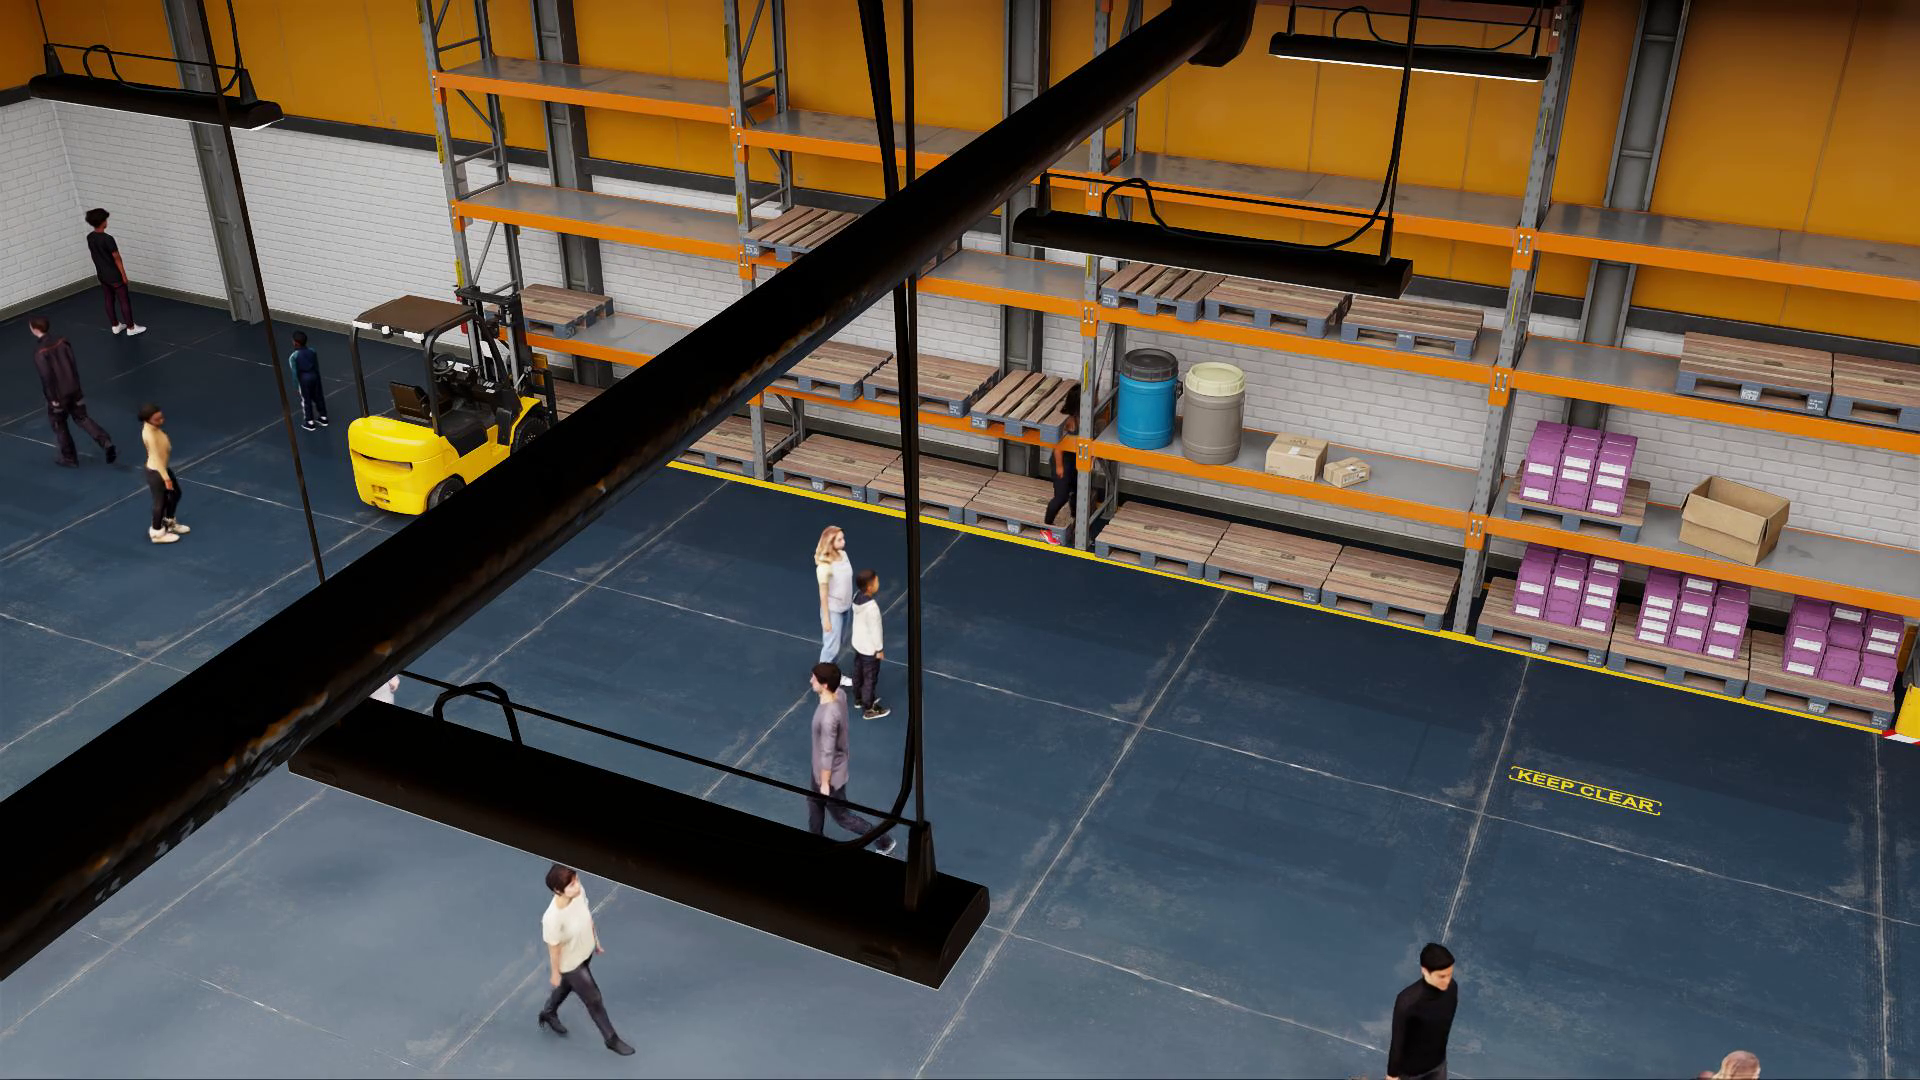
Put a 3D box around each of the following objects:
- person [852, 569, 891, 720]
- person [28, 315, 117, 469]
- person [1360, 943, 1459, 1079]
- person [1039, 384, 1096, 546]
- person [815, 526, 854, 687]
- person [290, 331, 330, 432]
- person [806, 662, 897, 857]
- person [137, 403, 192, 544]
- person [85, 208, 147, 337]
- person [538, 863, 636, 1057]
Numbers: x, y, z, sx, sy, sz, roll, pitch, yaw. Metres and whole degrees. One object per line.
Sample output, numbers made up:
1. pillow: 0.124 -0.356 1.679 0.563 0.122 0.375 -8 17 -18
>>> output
1. person: -0.845 0.919 14.855 0.720 1.452 0.632 -14 32 -24
2. person: -10.259 -1.683 19.171 1.060 1.886 0.682 11 31 20
3. person: 2.846 3.182 10.443 0.975 1.703 1.079 -15 32 -25
4. person: 1.167 -0.846 17.729 0.782 1.798 0.816 21 35 33
5. person: -1.141 0.634 15.094 0.574 1.723 0.654 8 30 15
6. person: -7.979 -1.965 20.348 0.539 1.255 0.545 22 36 35
7. person: -0.917 1.771 12.907 1.241 1.821 0.989 0 29 1
8. person: -8.567 -0.705 17.653 0.827 1.624 0.768 -13 31 -22
9. person: -11.755 -3.714 23.005 0.532 1.780 0.704 9 30 16
10. person: -2.675 2.821 11.266 1.024 1.549 0.706 8 30 14
